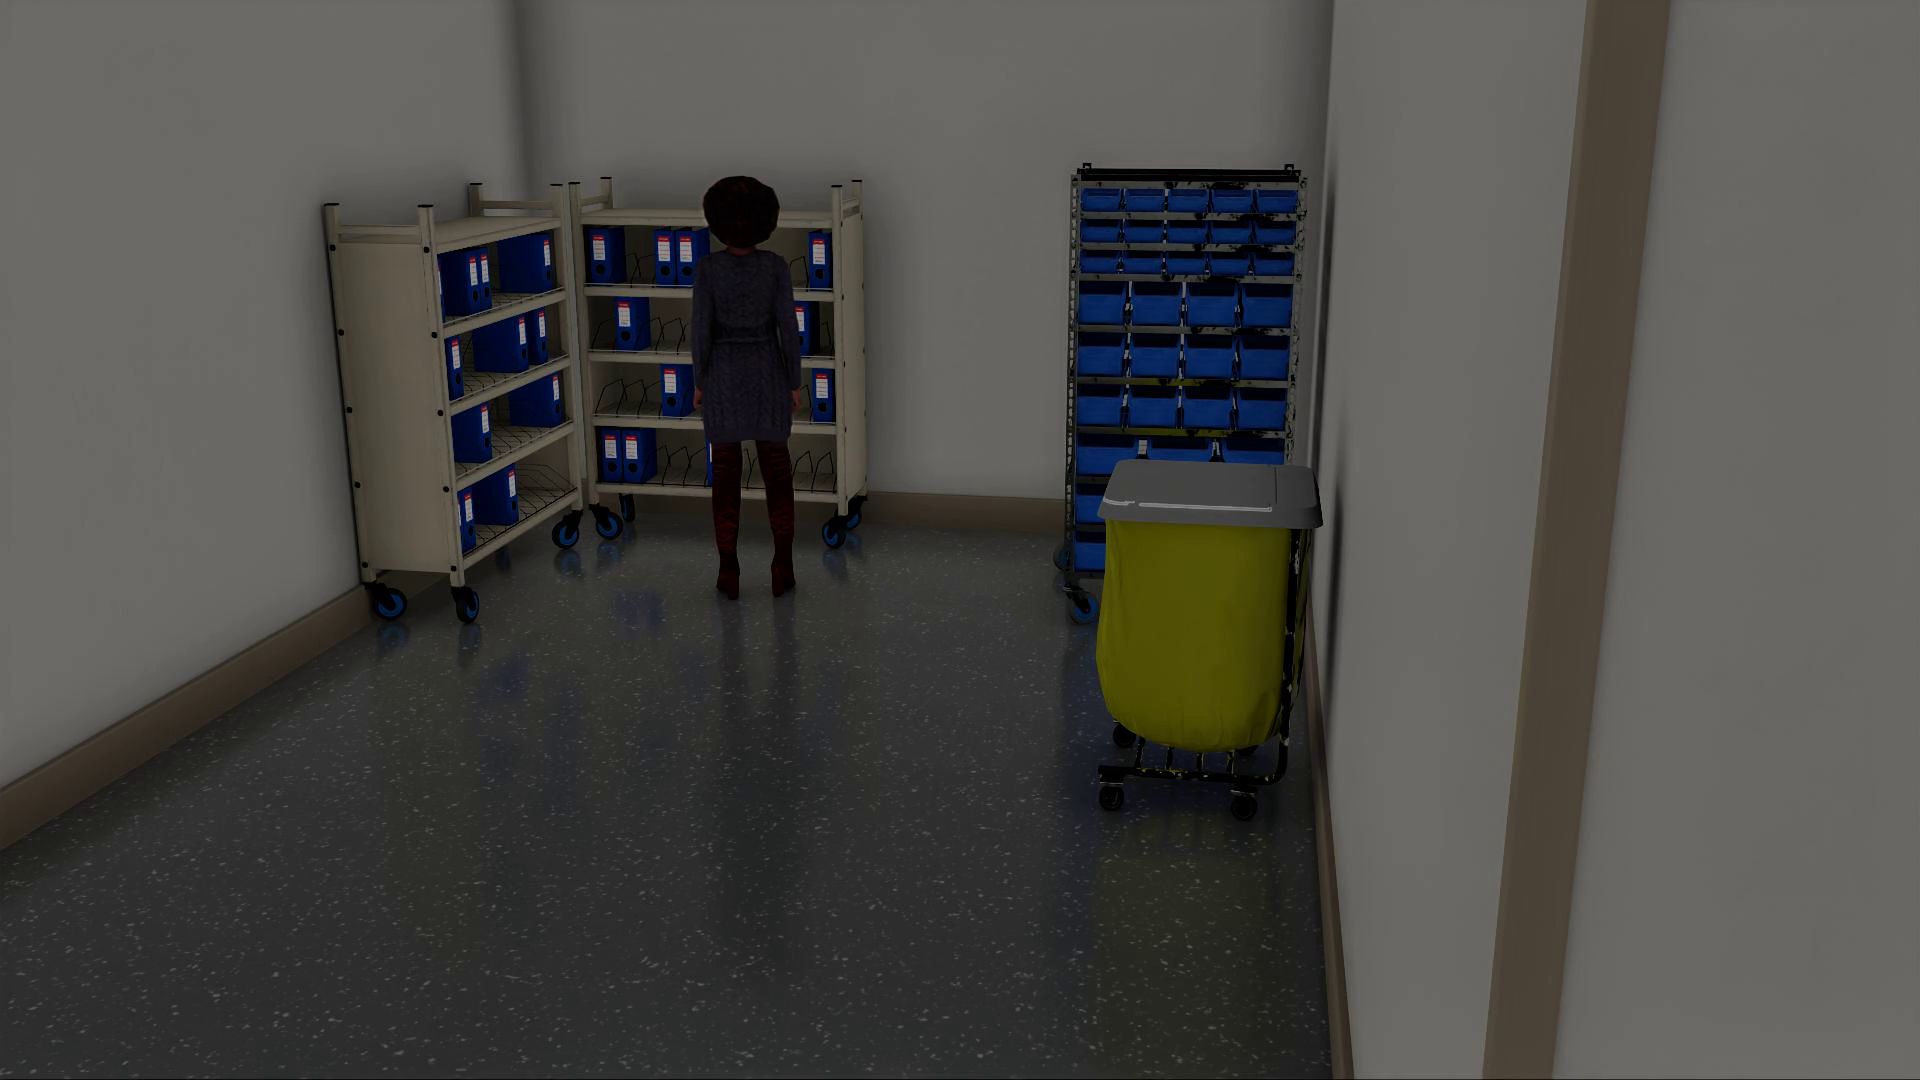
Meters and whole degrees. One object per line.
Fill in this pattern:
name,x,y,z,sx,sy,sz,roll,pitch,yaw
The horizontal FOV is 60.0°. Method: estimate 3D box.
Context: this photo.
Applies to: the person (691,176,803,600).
person,-0.871,-0.612,6.783,0.549,1.710,0.712,-2,16,-7
